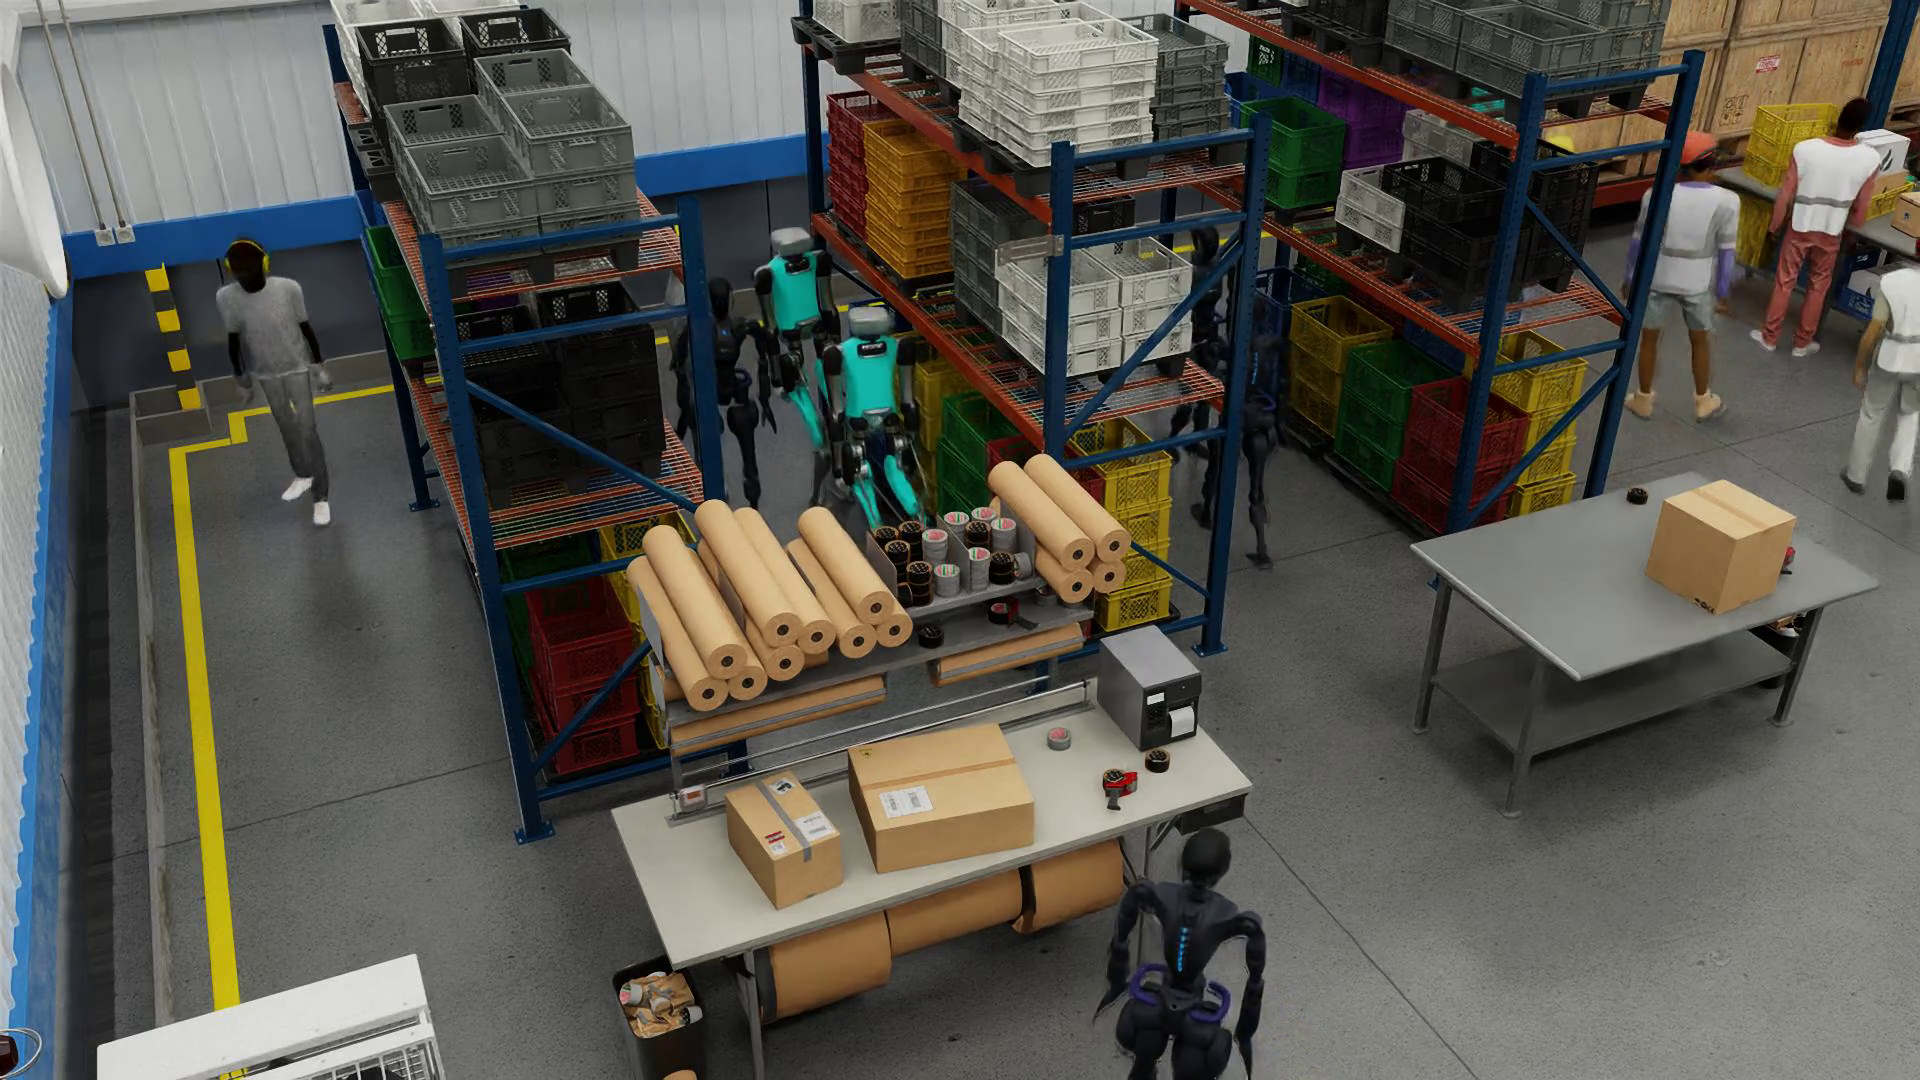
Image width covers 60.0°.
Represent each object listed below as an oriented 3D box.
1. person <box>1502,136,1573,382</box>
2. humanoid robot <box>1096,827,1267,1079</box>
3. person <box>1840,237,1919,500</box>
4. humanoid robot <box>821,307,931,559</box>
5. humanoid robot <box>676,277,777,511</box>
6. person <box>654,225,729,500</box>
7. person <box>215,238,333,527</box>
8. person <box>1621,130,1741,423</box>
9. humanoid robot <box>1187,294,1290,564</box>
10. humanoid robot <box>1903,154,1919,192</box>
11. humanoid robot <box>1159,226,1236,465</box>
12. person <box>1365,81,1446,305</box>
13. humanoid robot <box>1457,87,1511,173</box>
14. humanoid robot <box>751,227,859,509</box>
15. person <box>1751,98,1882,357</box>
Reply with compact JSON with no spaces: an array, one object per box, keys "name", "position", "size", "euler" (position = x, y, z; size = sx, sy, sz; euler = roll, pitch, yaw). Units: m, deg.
[{"name":"person","position":[4.044,-2.036,11.887],"size":[0.420,1.740,0.620],"euler":[0,32,0]},{"name":"humanoid robot","position":[0.773,1.667,5.929],"size":[0.601,1.639,0.610],"euler":[13,34,19]},{"name":"person","position":[5.805,-1.062,10.204],"size":[0.582,1.827,0.514],"euler":[9,33,14]},{"name":"humanoid robot","position":[-0.389,-0.317,9.145],"size":[0.539,1.728,1.064],"euler":[-10,33,-16]},{"name":"humanoid robot","position":[-1.405,-0.790,9.950],"size":[0.609,1.622,0.774],"euler":[-9,33,-14]},{"name":"person","position":[-1.665,-1.087,10.211],"size":[0.312,1.868,0.527],"euler":[-15,35,-23]},{"name":"person","position":[-4.125,-0.965,10.063],"size":[0.559,1.824,0.757],"euler":[-4,32,-7]},{"name":"person","position":[4.862,-1.744,11.155],"size":[0.789,2.001,0.411],"euler":[12,34,19]},{"name":"humanoid robot","position":[1.656,-0.675,9.774],"size":[0.616,1.626,0.791],"euler":[-7,32,-12]},{"name":"humanoid robot","position":[7.955,-3.034,13.496],"size":[0.540,1.748,0.956],"euler":[1,32,2]},{"name":"humanoid robot","position":[1.535,-1.259,10.669],"size":[0.583,1.650,0.336],"euler":[-15,35,-22]},{"name":"person","position":[3.379,-2.642,12.776],"size":[0.668,1.828,0.438],"euler":[-17,35,-25]},{"name":"humanoid robot","position":[4.252,-3.190,13.623],"size":[0.533,1.677,0.735],"euler":[8,33,13]},{"name":"humanoid robot","position":[-0.852,-0.985,10.156],"size":[0.544,1.779,0.734],"euler":[-22,38,-31]},{"name":"person","position":[6.213,-2.253,12.079],"size":[0.637,1.897,0.454],"euler":[11,33,17]}]
